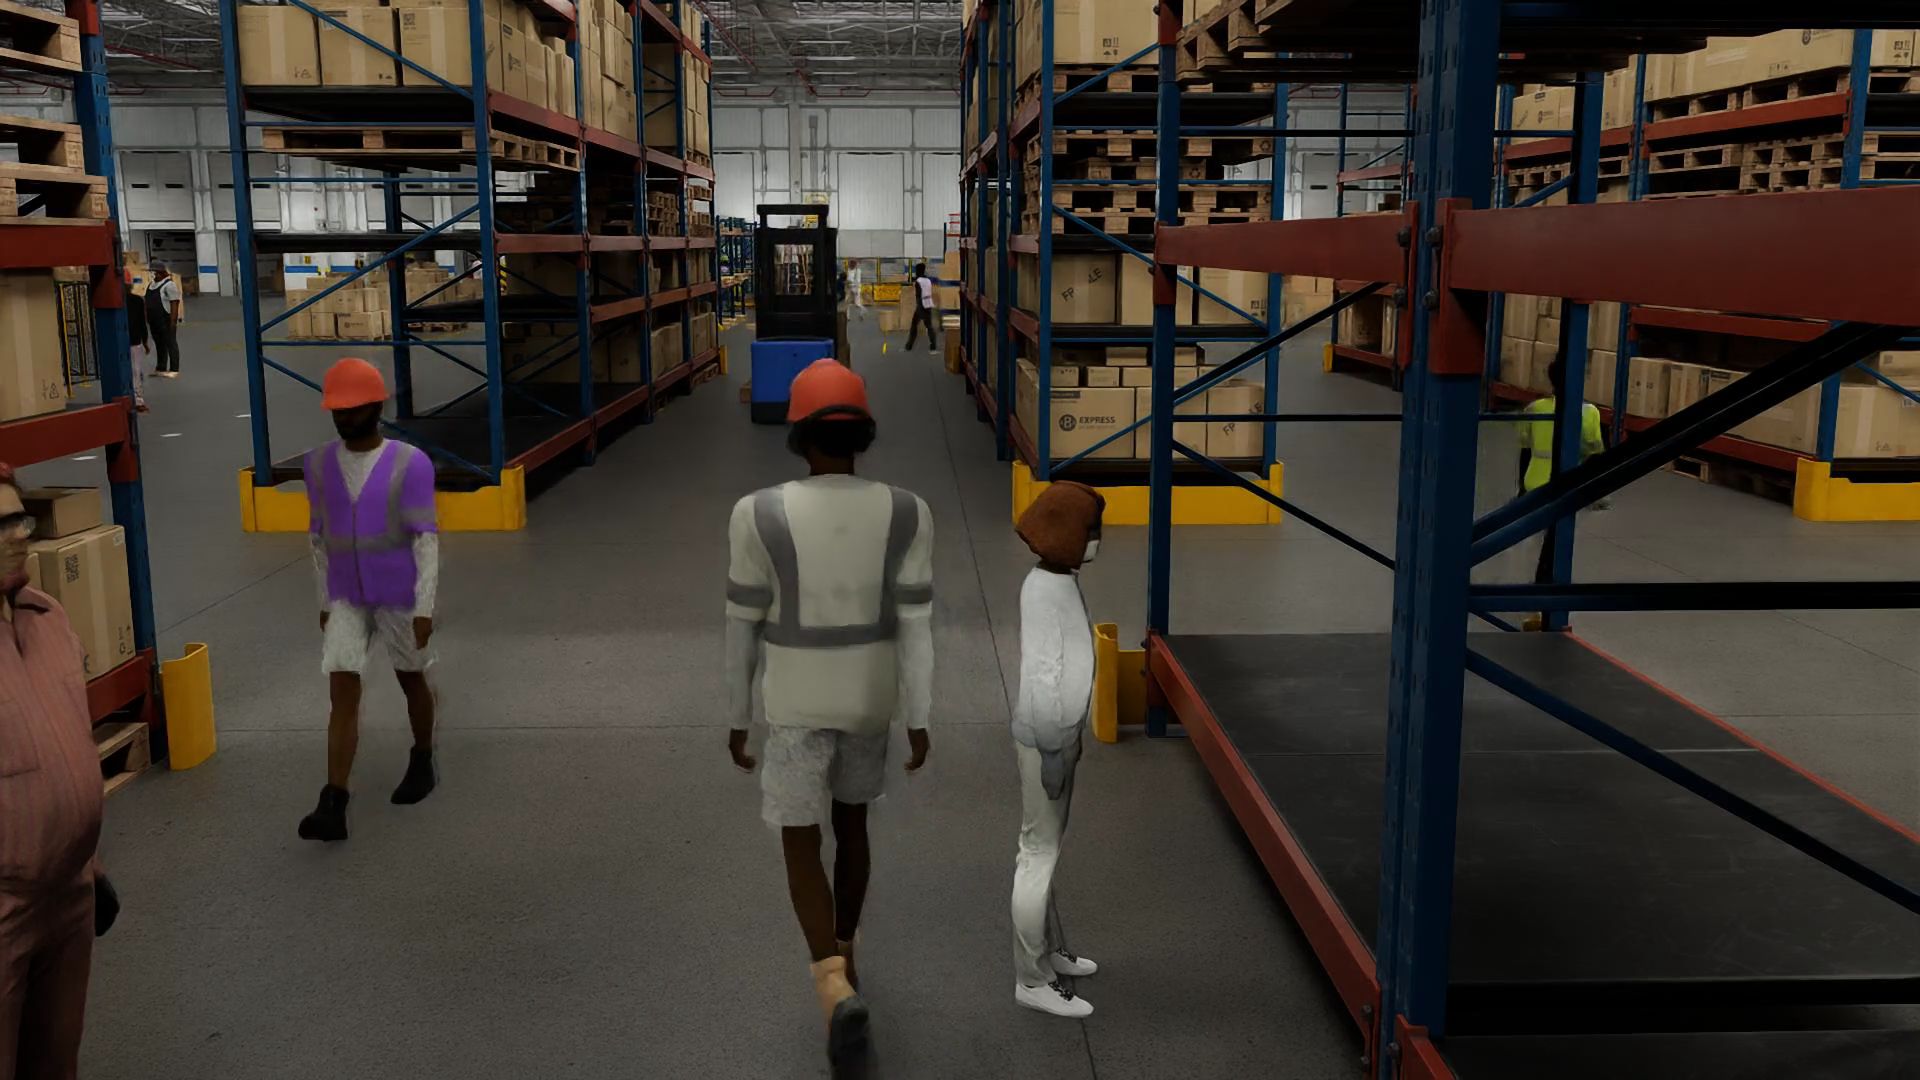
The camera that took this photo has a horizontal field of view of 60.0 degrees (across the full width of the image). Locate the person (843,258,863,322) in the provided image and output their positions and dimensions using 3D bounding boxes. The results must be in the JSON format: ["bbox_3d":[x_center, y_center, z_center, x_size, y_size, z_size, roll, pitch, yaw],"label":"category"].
[{"bbox_3d":[-3.154,-7.307,48.652,0.657,1.861,0.559,9,13,40],"label":"person"}]

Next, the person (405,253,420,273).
[{"bbox_3d":[-20.402,-9.741,62.088,0.630,1.907,0.519,-9,14,-41],"label":"person"}]

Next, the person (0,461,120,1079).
[{"bbox_3d":[-2.031,0.768,3.547,0.410,1.913,0.643,1,10,5],"label":"person"}]

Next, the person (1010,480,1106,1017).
[{"bbox_3d":[0.300,0.624,5.120,0.279,1.633,0.498,2,10,9],"label":"person"}]

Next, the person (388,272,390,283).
[{"bbox_3d":[-18.719,-8.398,55.237,0.531,1.689,0.321,-9,13,-40],"label":"person"}]

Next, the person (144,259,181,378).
[{"bbox_3d":[-13.831,-3.822,28.752,0.672,2.000,0.536,6,12,30],"label":"person"}]

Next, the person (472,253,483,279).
[{"bbox_3d":[-16.747,-9.013,57.968,0.373,1.936,0.629,-10,14,-43],"label":"person"}]

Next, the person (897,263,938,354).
[{"bbox_3d":[-0.868,-4.853,34.932,0.971,1.875,0.611,5,11,27],"label":"person"}]

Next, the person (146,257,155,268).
[{"bbox_3d":[-28.464,-9.083,58.722,0.742,1.812,0.585,0,10,-1],"label":"person"}]

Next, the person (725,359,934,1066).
[{"bbox_3d":[-0.366,0.484,4.867,0.616,2.016,0.912,-3,11,-16],"label":"person"}]

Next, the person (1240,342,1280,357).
[{"bbox_3d":[6.127,-4.477,33.624,0.848,1.586,0.538,-2,10,-13],"label":"person"}]

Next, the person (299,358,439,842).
[{"bbox_3d":[-2.353,0.227,6.622,0.569,1.882,0.976,1,10,5],"label":"person"}]

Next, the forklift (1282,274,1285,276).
[{"bbox_3d":[12.240,-10.302,62.509,1.129,2.768,1.873,0,10,-2],"label":"forklift"}]

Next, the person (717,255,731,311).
[{"bbox_3d":[-7.889,-8.533,55.373,0.744,1.907,0.593,7,12,34],"label":"person"}]

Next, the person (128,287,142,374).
[{"bbox_3d":[-13.977,-3.524,27.939,0.815,1.736,0.517,8,13,38],"label":"person"}]

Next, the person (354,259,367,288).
[{"bbox_3d":[-16.537,-6.825,45.959,0.310,1.868,0.534,-4,11,-19],"label":"person"}]

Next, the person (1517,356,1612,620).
[{"bbox_3d":[3.723,-0.307,10.202,0.671,1.676,0.551,-6,12,-29],"label":"person"}]

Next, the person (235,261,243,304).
[{"bbox_3d":[-26.822,-9.793,62.274,0.615,1.945,0.405,1,10,7],"label":"person"}]

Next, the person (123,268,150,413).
[{"bbox_3d":[-11.353,-2.697,22.636,0.391,1.986,0.609,9,14,41],"label":"person"}]

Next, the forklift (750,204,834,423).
[{"bbox_3d":[-2.171,-2.999,21.828,1.129,2.768,1.873,0,10,-2],"label":"forklift"}]

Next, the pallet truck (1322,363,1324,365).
[{"bbox_3d":[7.712,-4.157,30.737,1.885,1.965,0.823,3,11,16],"label":"pallet truck"}]
